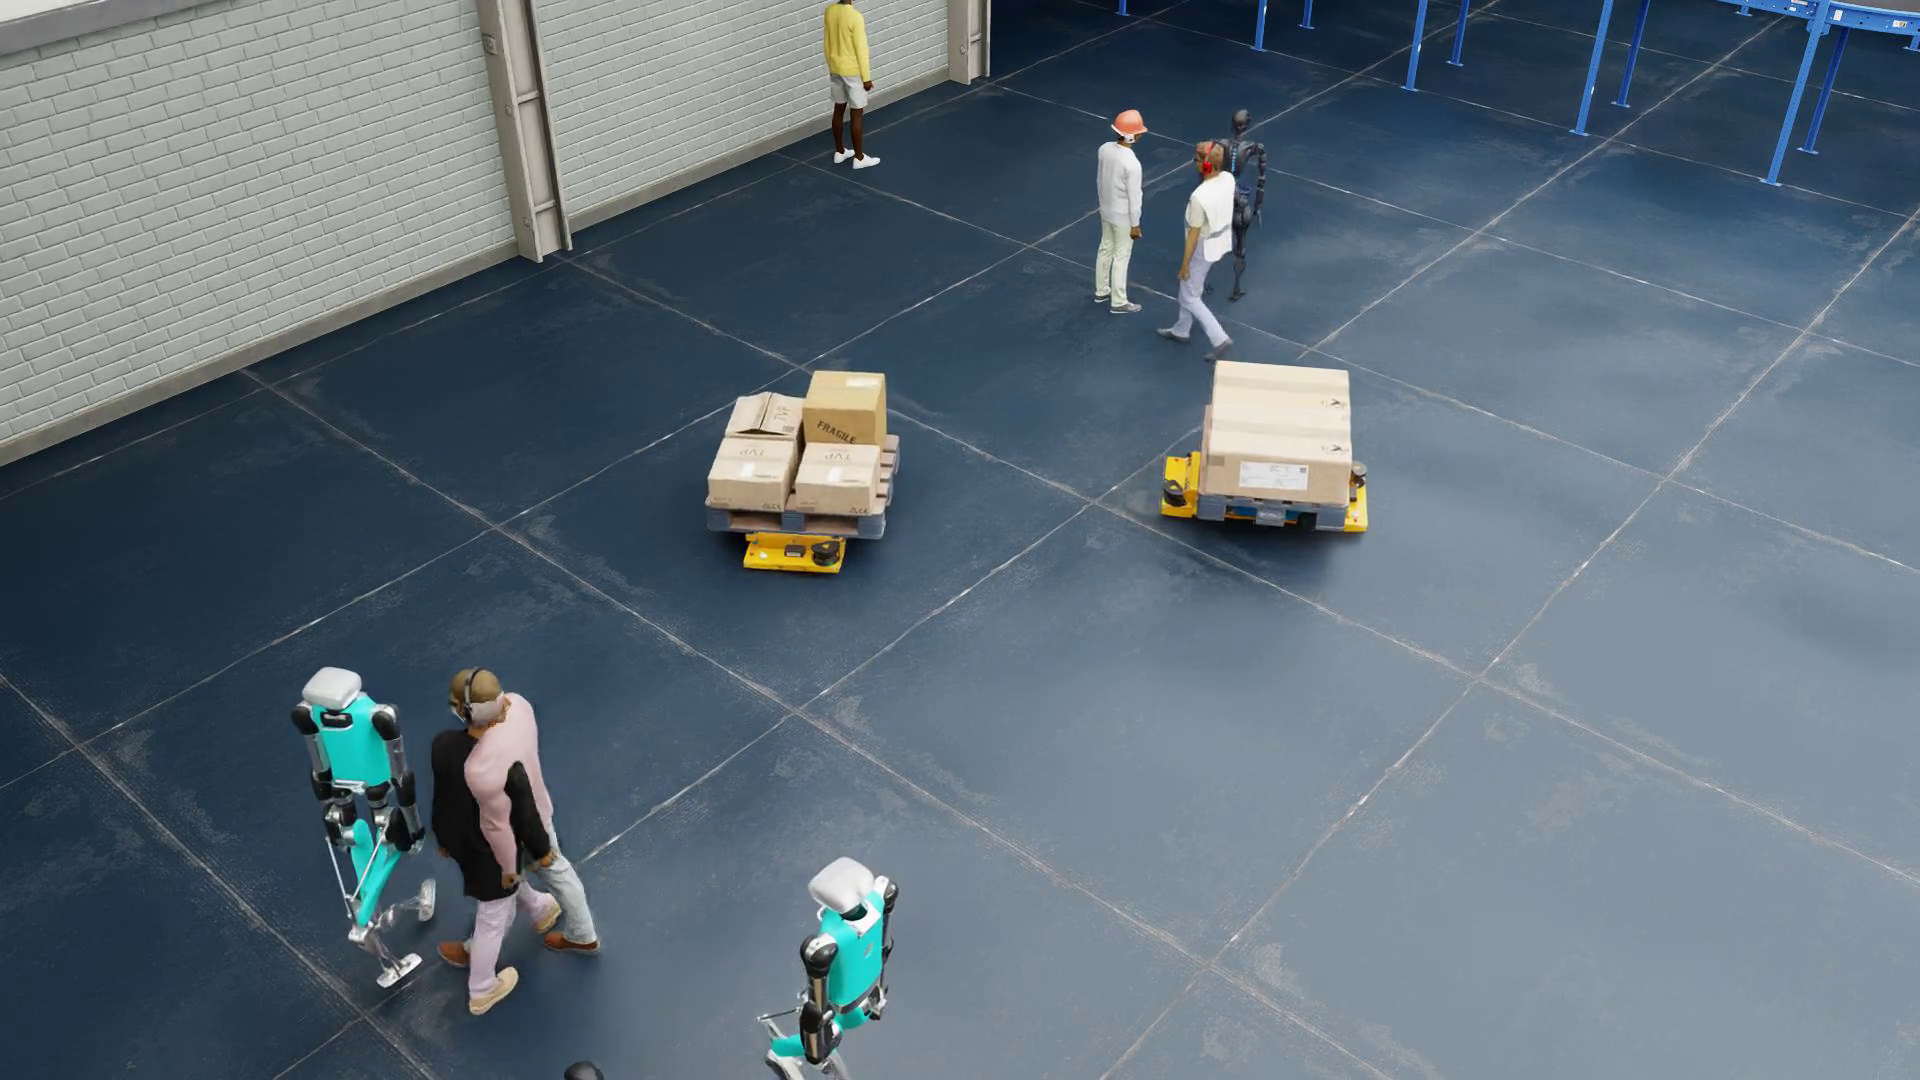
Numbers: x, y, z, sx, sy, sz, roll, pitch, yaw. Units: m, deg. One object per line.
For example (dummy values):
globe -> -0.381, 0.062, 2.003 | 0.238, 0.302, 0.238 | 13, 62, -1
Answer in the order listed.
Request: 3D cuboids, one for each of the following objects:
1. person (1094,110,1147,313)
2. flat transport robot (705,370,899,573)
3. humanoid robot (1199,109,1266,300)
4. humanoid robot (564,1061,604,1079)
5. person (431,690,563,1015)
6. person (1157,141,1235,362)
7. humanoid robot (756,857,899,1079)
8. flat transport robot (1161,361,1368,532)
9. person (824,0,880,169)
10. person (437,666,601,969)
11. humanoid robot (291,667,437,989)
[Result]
person -> 1.366, -2.770, 13.997 | 0.339, 1.750, 0.564 | -16, 39, -21
flat transport robot -> -1.075, -0.261, 11.755 | 0.659, 0.231, 1.431 | 3, 36, 4
humanoid robot -> 2.295, -2.867, 14.194 | 0.600, 1.641, 0.343 | 8, 36, 11
humanoid robot -> -1.329, 2.676, 6.434 | 0.610, 1.634, 0.464 | -23, 41, -29
person -> -2.203, 1.424, 8.057 | 0.547, 1.804, 0.931 | 21, 40, 27
person -> 1.948, -2.313, 13.293 | 0.742, 1.824, 0.583 | 22, 41, 28
humanoid robot -> -0.629, 2.013, 7.283 | 0.672, 1.787, 0.534 | 23, 41, 28
flat transport robot -> 2.182, -0.367, 11.903 | 1.431, 0.231, 0.659 | 5, 36, 8
person -> -1.107, -4.639, 16.497 | 0.541, 1.900, 0.376 | 28, 44, 33
person -> -2.236, 1.369, 8.070 | 0.715, 1.921, 0.640 | 4, 36, 6
humanoid robot -> -2.923, 1.485, 8.038 | 0.582, 1.744, 0.949 | 6, 36, 8
